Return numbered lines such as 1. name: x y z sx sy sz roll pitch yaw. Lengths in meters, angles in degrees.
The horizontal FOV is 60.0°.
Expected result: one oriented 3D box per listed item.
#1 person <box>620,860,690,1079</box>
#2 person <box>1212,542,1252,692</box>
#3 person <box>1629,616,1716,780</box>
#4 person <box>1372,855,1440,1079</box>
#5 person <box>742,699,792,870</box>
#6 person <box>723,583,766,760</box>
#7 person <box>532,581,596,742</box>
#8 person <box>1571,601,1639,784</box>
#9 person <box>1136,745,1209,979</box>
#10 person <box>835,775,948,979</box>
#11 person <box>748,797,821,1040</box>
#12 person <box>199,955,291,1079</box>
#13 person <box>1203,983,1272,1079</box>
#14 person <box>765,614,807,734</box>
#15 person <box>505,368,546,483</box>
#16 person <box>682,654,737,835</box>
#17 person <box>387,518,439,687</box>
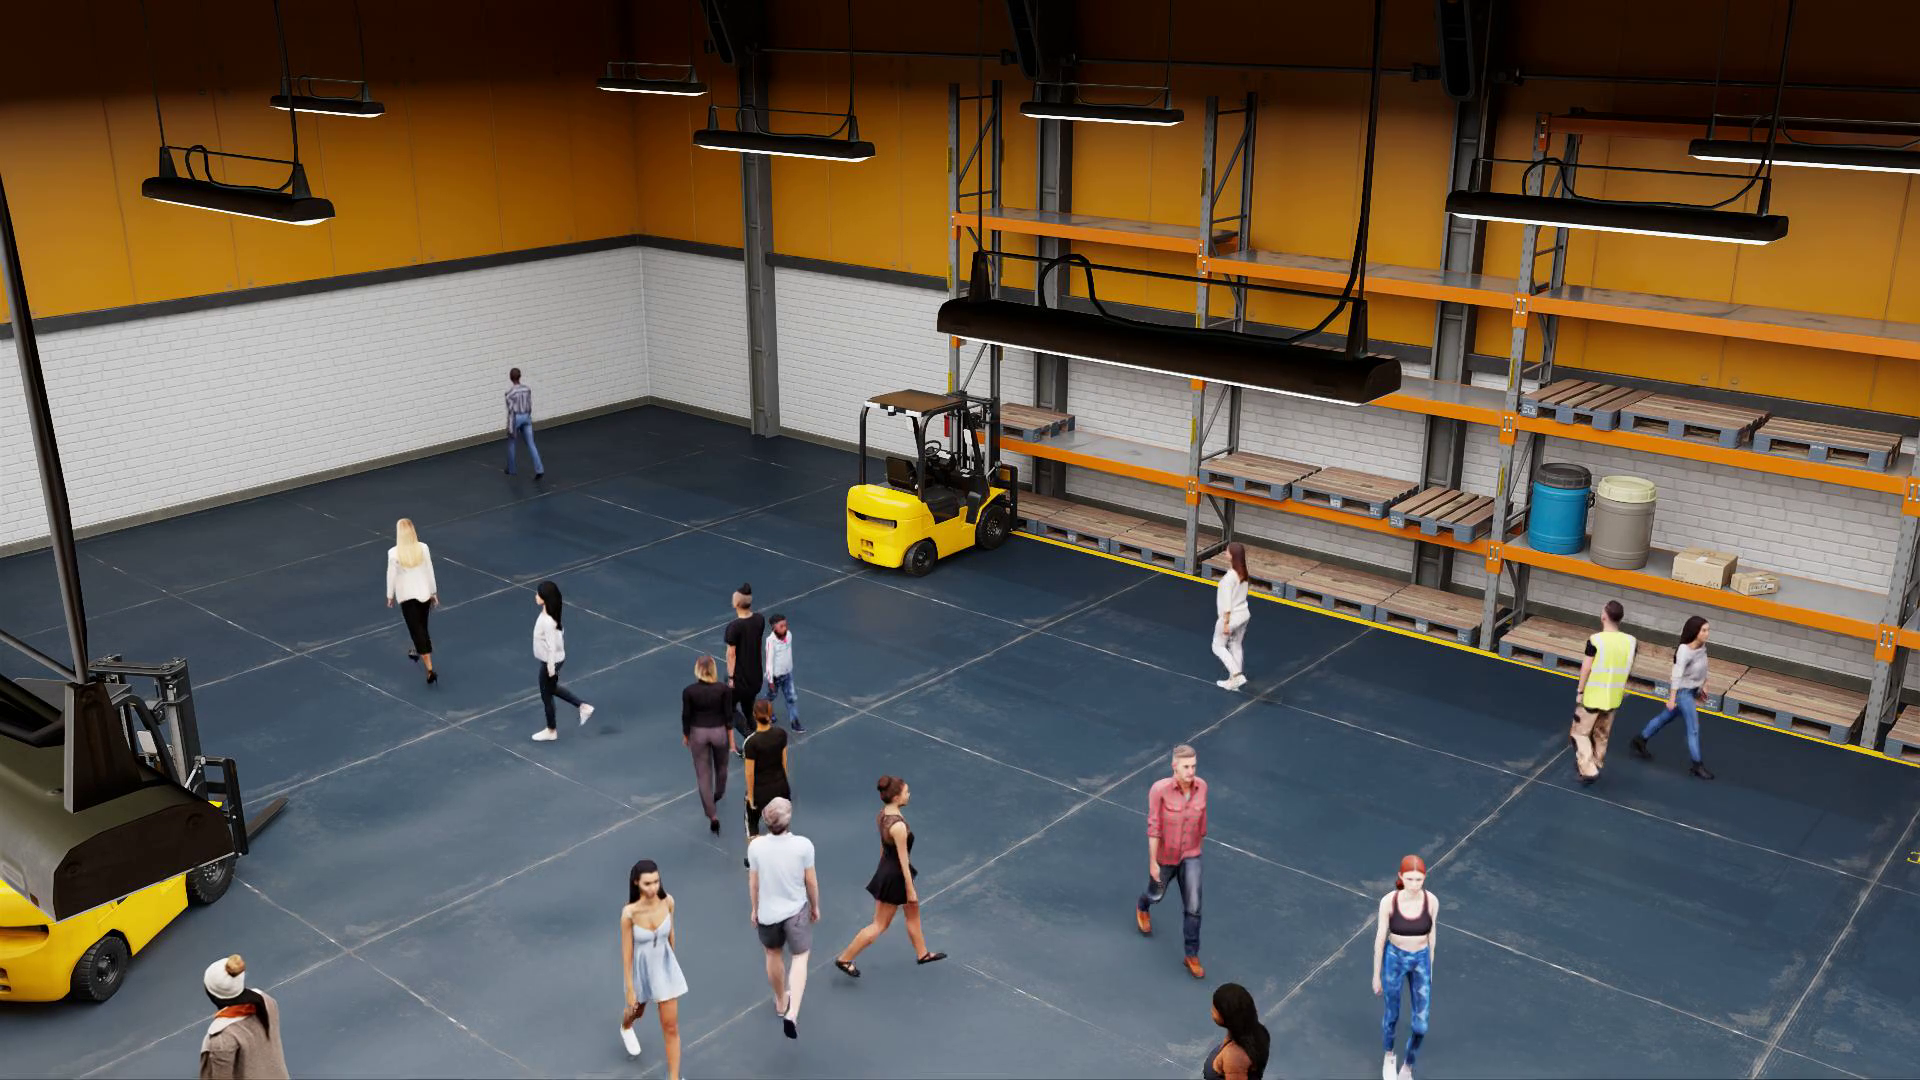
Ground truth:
1. person: -2.179 2.956 11.435 0.804 1.687 1.243 -13 22 -33
2. person: 2.977 0.840 17.727 0.625 1.682 0.592 15 24 37
3. person: 6.877 1.472 15.992 1.068 1.591 0.628 16 25 40
4. person: 3.028 2.924 11.398 0.799 1.771 0.843 1 19 3
5. person: -1.576 2.131 13.938 0.728 1.653 0.824 -10 21 -27
6. person: -2.026 1.305 16.075 0.700 1.854 0.723 12 22 32
7. person: -4.003 1.204 16.632 0.965 1.691 0.923 -3 19 -9
8. person: 6.041 1.481 15.589 0.938 1.831 0.998 -5 19 -14
9. person: 1.629 2.407 12.900 1.138 1.792 1.284 -4 19 -12
10. person: -0.579 2.588 12.601 1.059 1.640 1.125 -5 19 -15
11. person: -1.282 2.722 11.934 1.040 1.812 1.067 0 19 -1
12. person: -4.278 3.321 10.030 0.838 1.892 0.805 3 19 9
13. person: 1.708 3.460 9.766 0.801 1.796 0.749 9 21 25
14. person: -1.873 1.334 16.967 0.603 1.230 0.921 -15 24 -37
15. person: -6.579 -1.687 25.132 1.154 1.744 0.670 16 24 39
16. person: -2.222 1.848 14.791 0.942 1.644 1.048 -4 19 -12
17. person: -5.838 0.714 17.915 0.796 1.800 1.205 -14 23 -36
